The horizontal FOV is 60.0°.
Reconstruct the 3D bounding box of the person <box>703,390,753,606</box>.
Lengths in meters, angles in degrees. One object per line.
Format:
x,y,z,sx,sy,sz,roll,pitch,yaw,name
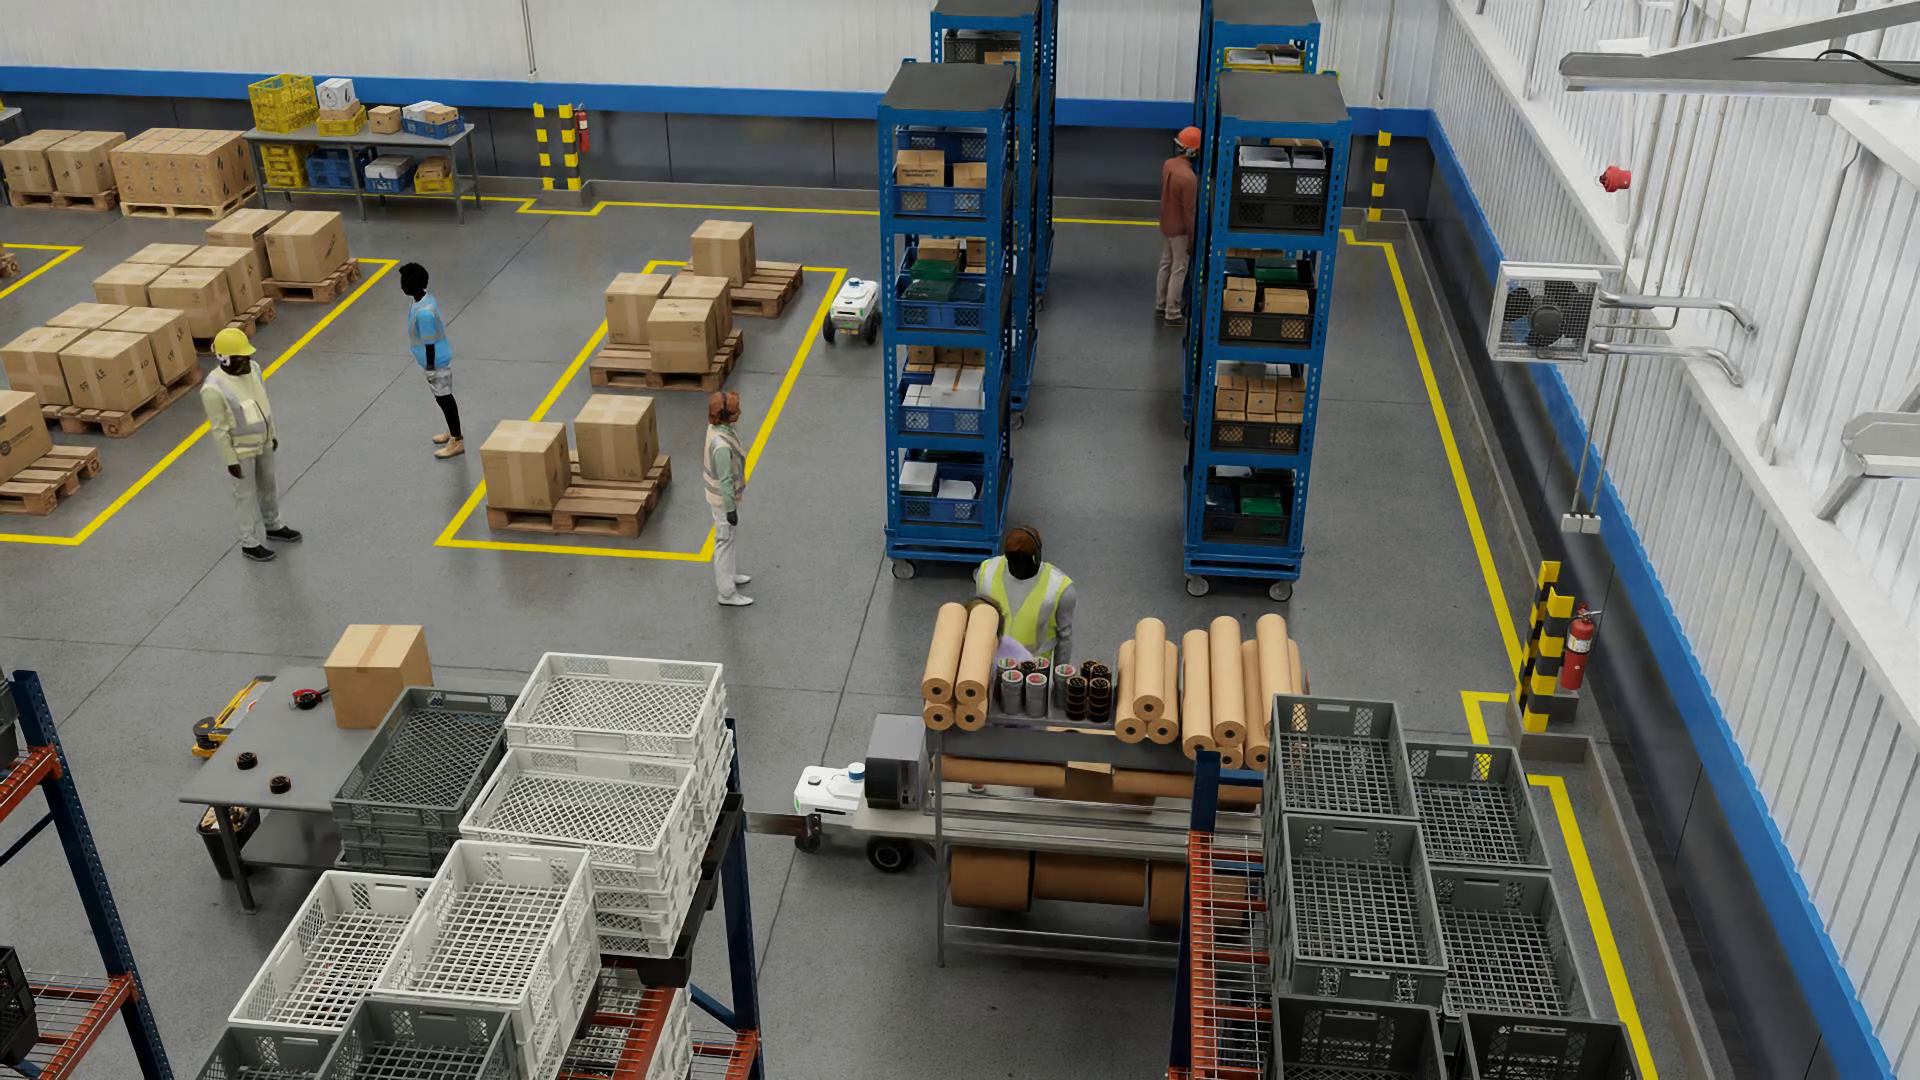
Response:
-1.659,-0.304,11.826,0.315,1.632,0.520,-5,31,-9,person

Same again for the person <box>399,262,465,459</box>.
-4.392,-1.509,13.836,0.320,1.694,0.534,-10,32,-17,person

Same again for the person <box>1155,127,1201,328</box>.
2.149,-3.036,16.179,0.412,1.981,0.625,-10,32,-16,person

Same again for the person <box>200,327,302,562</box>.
-5.280,-0.724,12.363,0.403,1.825,0.597,8,31,14,person

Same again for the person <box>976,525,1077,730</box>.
0.350,0.733,9.838,0.627,1.844,0.429,10,32,16,person

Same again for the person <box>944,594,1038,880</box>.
0.138,1.104,9.116,0.631,1.932,0.372,18,35,28,person

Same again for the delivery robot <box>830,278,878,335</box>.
-1.032,-2.325,16.269,0.477,0.478,0.707,5,31,8,delivery robot

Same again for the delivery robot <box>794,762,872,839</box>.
-0.595,1.515,9.674,0.707,0.478,0.477,6,31,10,delivery robot
